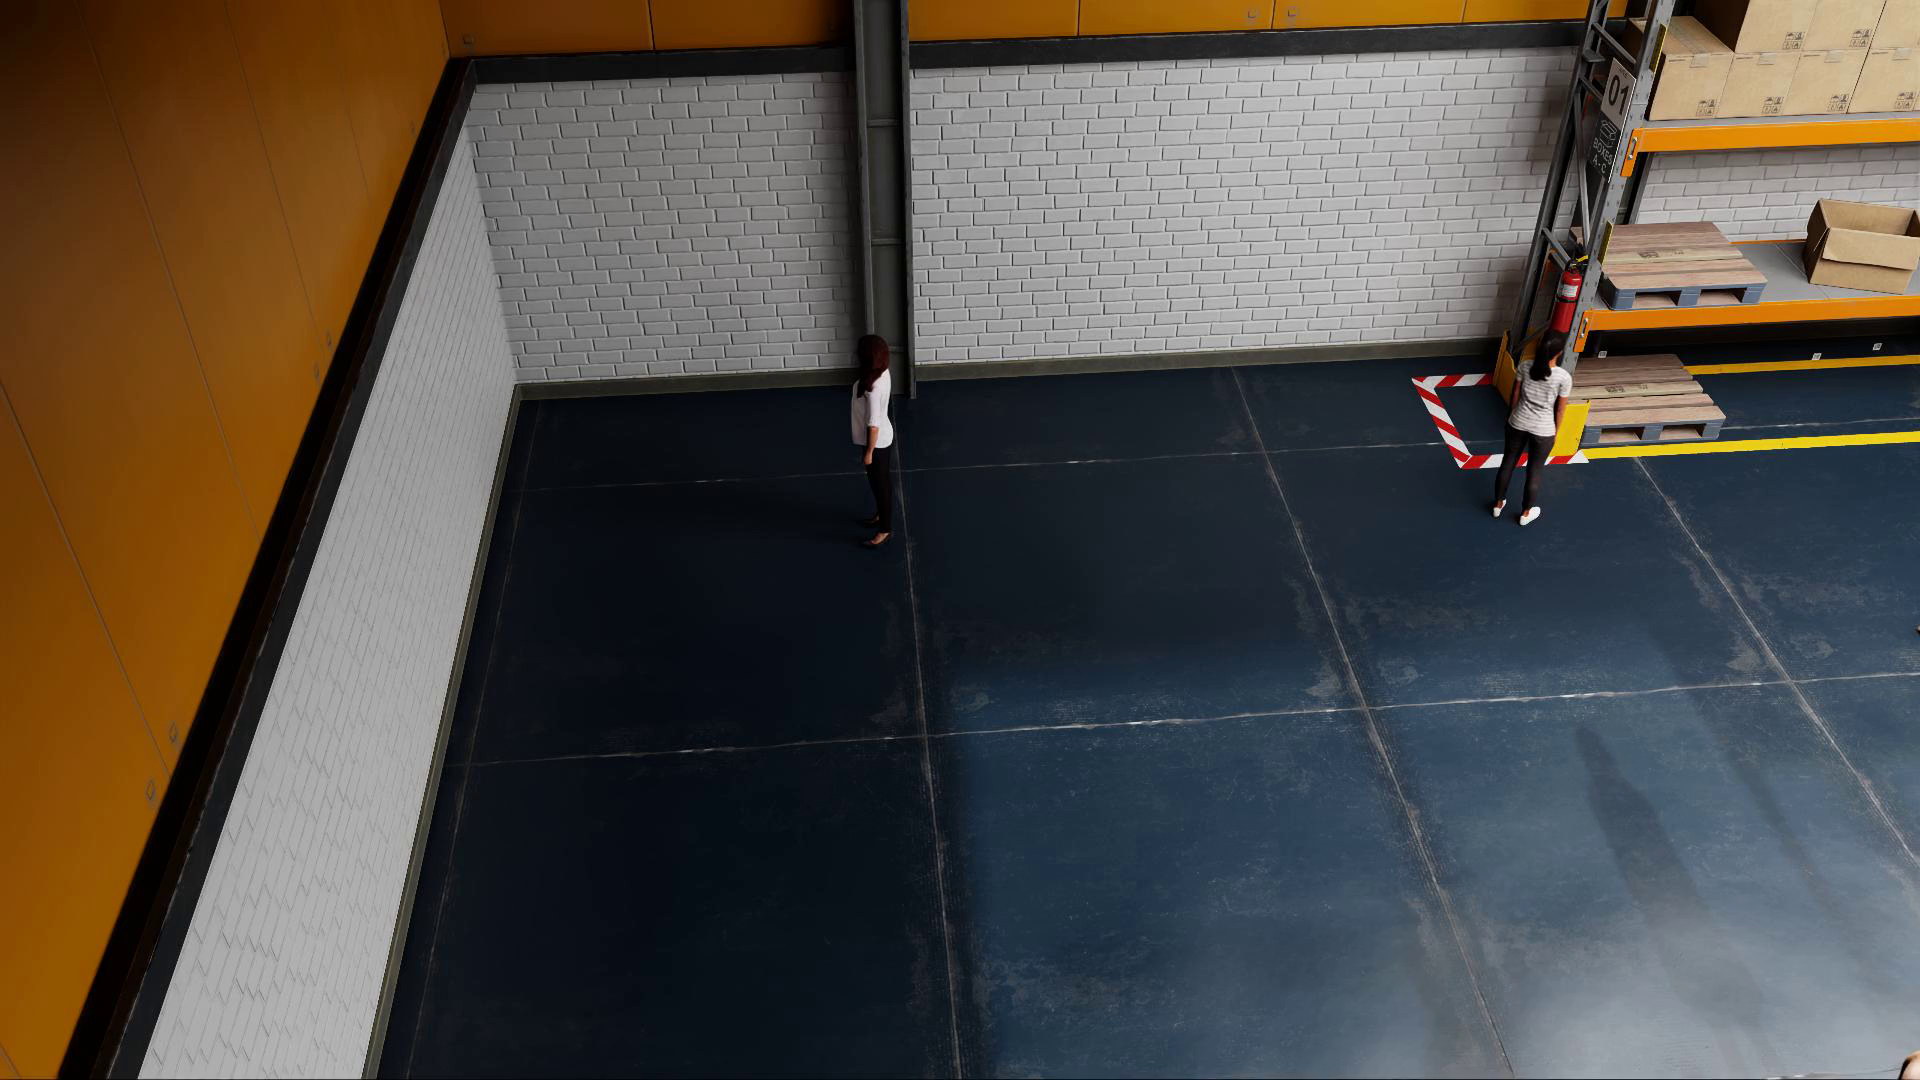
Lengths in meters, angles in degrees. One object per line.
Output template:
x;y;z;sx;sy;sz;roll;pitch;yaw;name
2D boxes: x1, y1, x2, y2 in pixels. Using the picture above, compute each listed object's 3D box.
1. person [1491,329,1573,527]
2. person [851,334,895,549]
4.291;-0.853;12.470;0.634;1.646;0.703;25;45;28;person
-0.605;-0.730;12.197;0.530;1.795;0.617;0;39;-1;person
